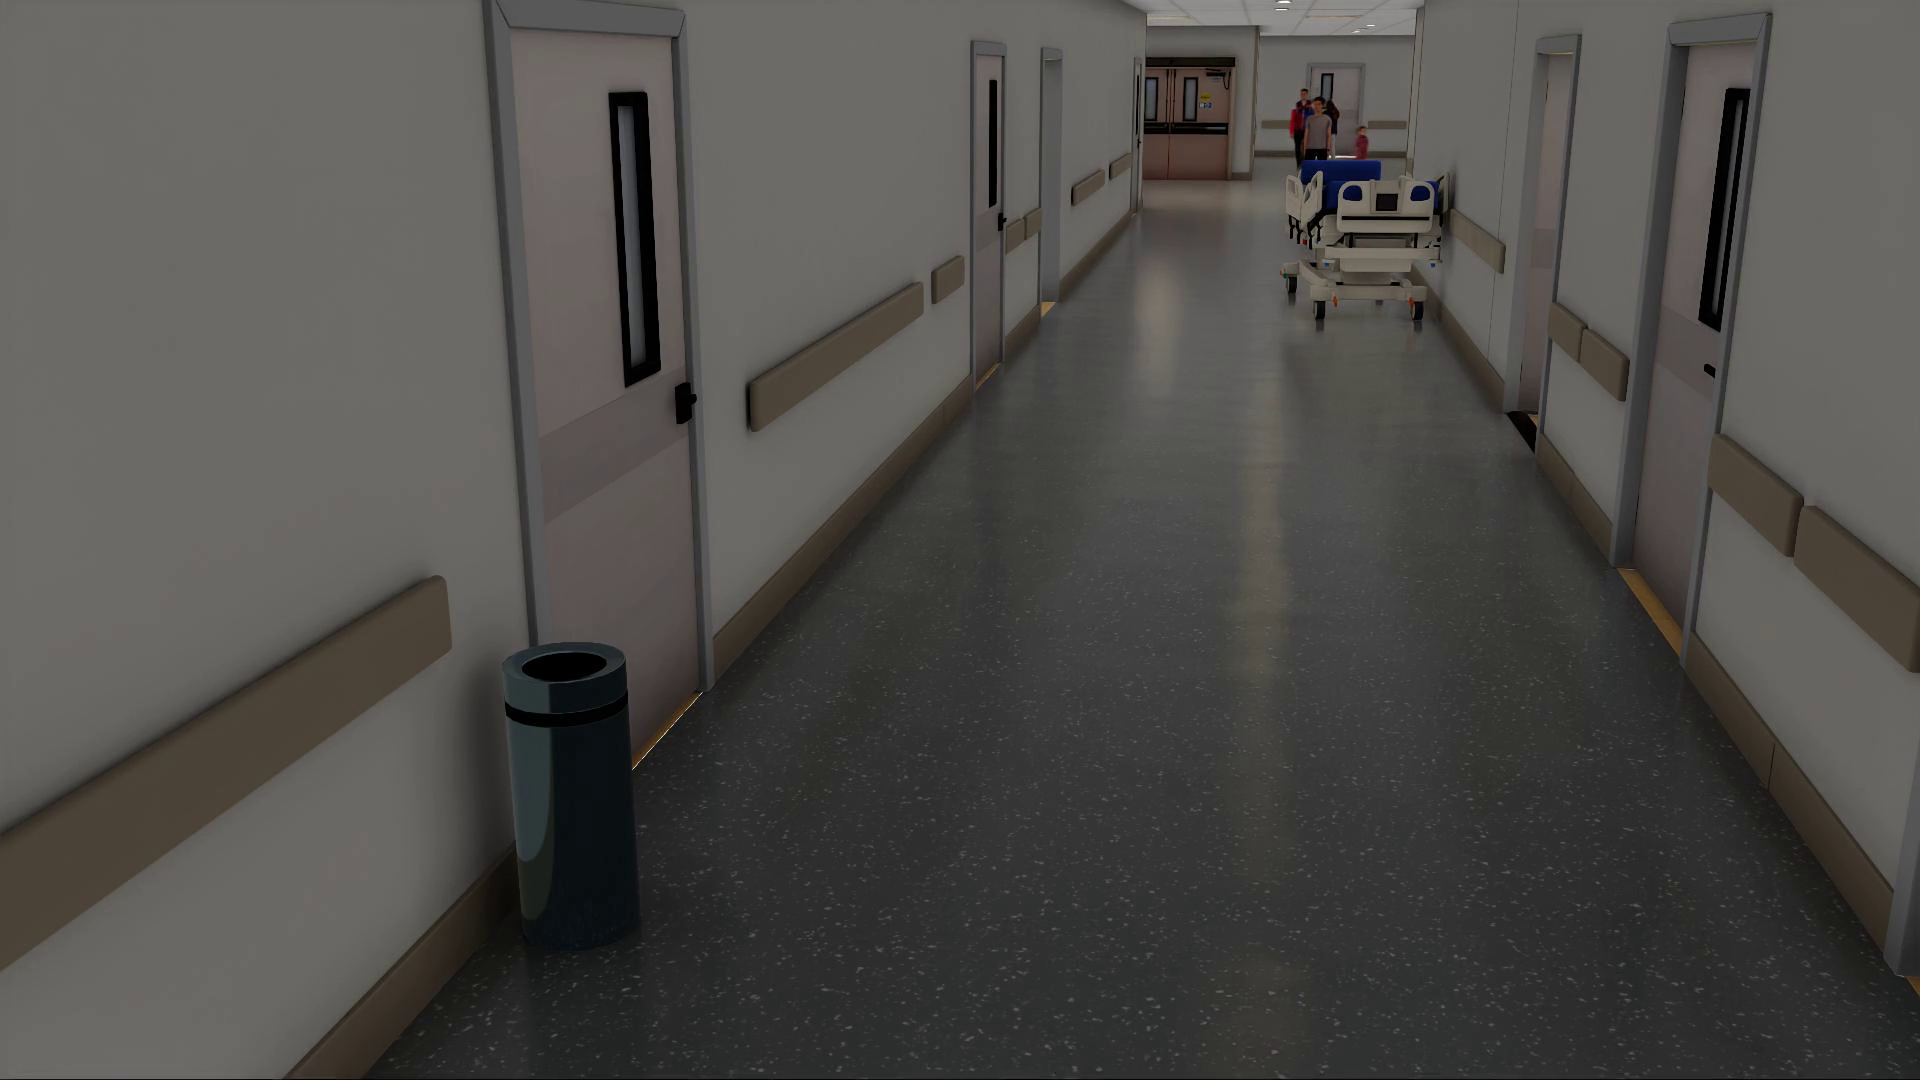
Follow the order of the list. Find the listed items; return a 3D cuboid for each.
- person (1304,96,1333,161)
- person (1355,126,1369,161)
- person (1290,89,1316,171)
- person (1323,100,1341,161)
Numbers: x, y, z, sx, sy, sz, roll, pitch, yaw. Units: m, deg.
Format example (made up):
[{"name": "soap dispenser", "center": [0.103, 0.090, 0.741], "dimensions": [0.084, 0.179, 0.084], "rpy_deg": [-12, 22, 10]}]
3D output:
[{"name": "person", "center": [6.015, -6.595, 28.026], "dimensions": [0.494, 1.717, 0.680], "rpy_deg": [5, 16, 16]}, {"name": "person", "center": [8.351, -8.089, 34.622], "dimensions": [0.473, 1.014, 0.558], "rpy_deg": [-4, 16, -13]}, {"name": "person", "center": [7.426, -8.857, 36.052], "dimensions": [1.109, 1.715, 0.829], "rpy_deg": [5, 17, 17]}, {"name": "person", "center": [8.346, -9.169, 37.553], "dimensions": [0.667, 1.500, 0.741], "rpy_deg": [-8, 17, -25]}]
